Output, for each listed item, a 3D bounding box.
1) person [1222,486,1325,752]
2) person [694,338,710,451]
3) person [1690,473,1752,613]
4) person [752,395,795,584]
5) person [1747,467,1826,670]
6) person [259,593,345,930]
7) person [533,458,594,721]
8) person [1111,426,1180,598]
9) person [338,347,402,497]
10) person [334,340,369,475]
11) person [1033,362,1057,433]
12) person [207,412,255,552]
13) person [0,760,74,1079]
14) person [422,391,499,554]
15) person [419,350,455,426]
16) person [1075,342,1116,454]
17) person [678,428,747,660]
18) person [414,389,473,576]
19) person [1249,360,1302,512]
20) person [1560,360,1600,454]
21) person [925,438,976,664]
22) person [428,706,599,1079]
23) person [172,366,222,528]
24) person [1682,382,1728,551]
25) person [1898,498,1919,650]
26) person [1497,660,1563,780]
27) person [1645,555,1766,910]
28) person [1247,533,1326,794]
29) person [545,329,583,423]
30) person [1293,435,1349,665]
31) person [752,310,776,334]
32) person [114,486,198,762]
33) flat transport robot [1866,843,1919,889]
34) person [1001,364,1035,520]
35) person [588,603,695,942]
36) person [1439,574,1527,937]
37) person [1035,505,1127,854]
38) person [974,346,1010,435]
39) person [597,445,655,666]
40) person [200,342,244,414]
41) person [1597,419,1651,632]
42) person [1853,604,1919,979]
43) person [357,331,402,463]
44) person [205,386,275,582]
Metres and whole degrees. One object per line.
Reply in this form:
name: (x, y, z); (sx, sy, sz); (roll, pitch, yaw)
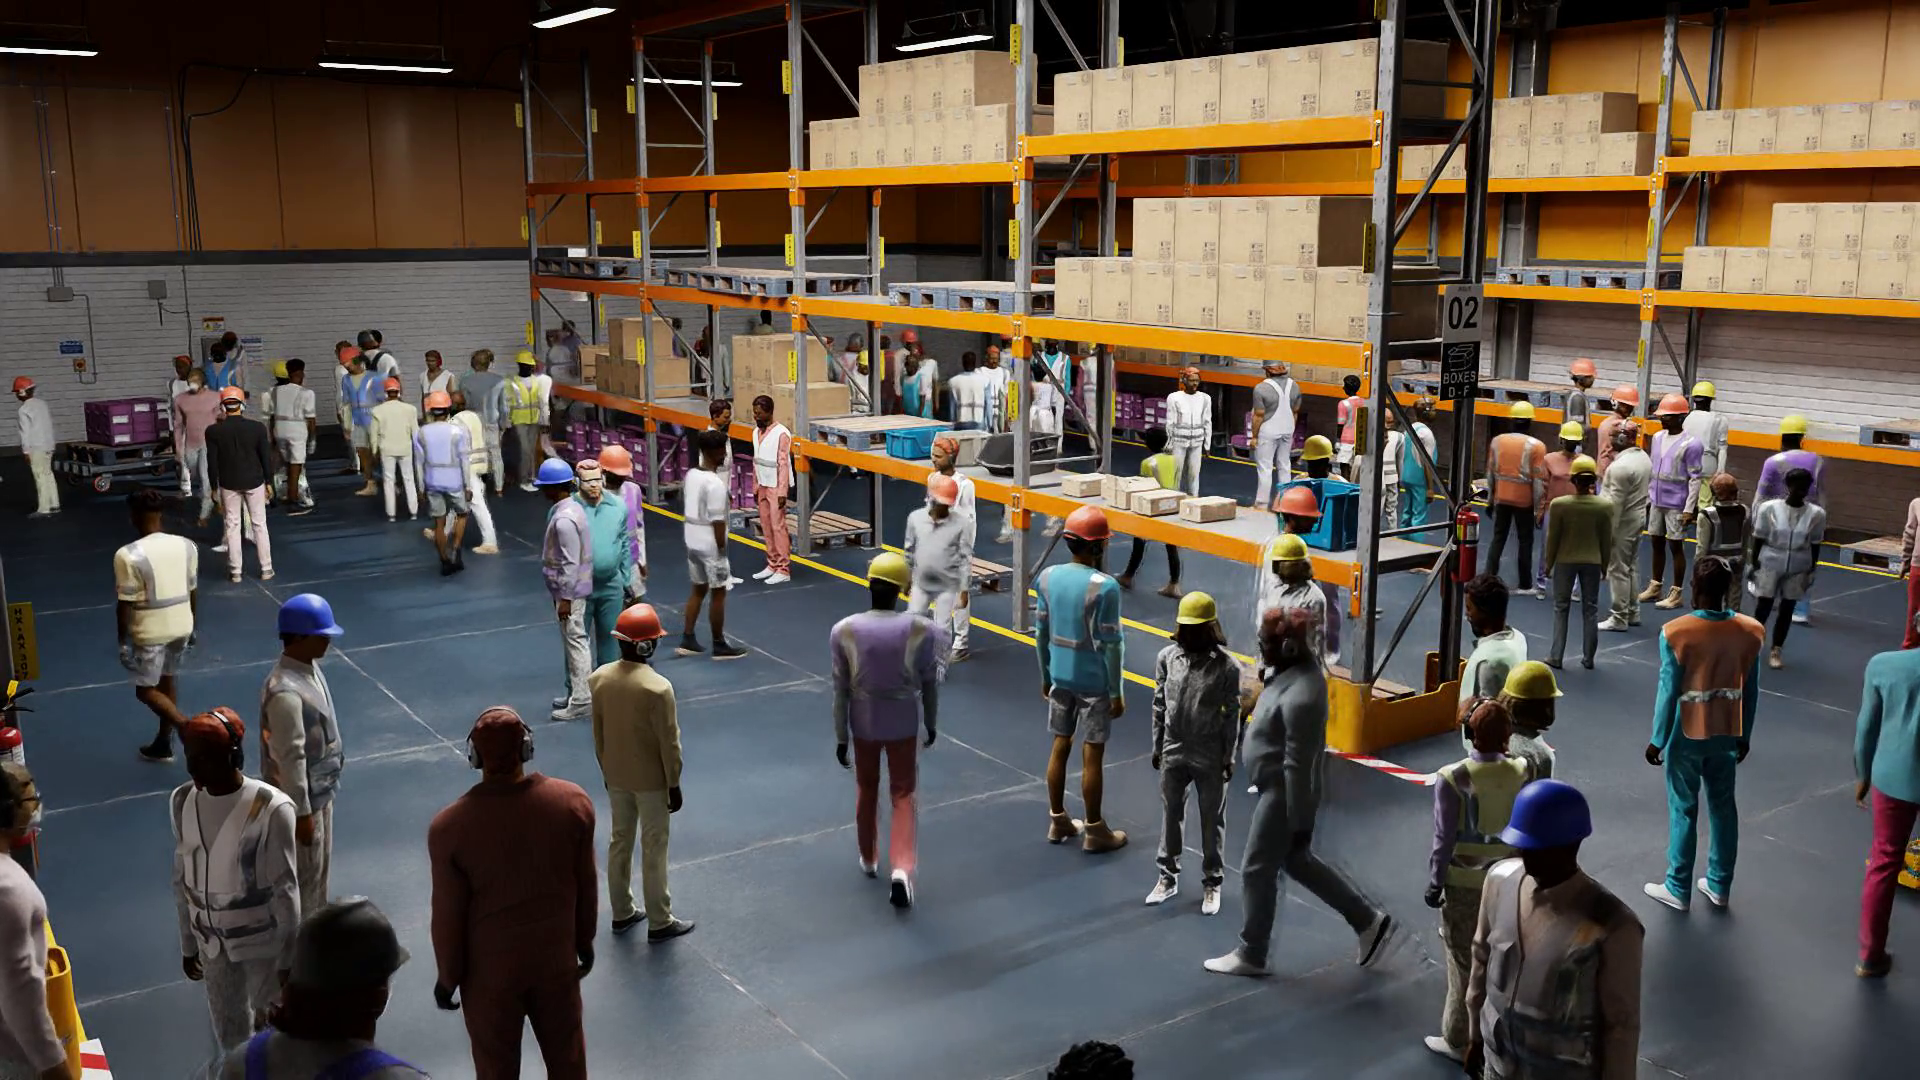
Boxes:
person: (2.129, 0.572, 11.232); (0.600, 1.919, 0.554); (4, 12, 20)
person: (-3.895, -2.170, 25.492); (0.344, 1.840, 0.504); (-2, 11, -8)
person: (6.171, 0.269, 13.515); (0.515, 1.636, 0.314); (-3, 12, -17)
person: (-1.914, -0.522, 16.881); (0.413, 1.906, 0.600); (-8, 14, -37)
person: (6.752, 0.220, 13.625); (0.548, 1.678, 0.407); (3, 11, 15)
person: (-3.120, 1.205, 7.969); (0.421, 1.935, 0.612); (-2, 11, -12)
person: (-2.902, 0.359, 12.261); (0.407, 1.942, 0.615); (-2, 11, -10)
person: (1.862, -0.289, 16.294); (0.537, 1.653, 0.832); (-9, 14, -39)
person: (-7.800, -1.556, 21.967); (0.689, 1.995, 0.575); (3, 11, 14)
person: (-8.726, -1.890, 23.827); (0.368, 1.932, 0.622); (3, 11, 15)
person: (1.096, -1.596, 22.901); (0.540, 1.695, 0.317); (-6, 12, -27)
person: (-8.042, -0.688, 18.452); (0.594, 1.611, 0.334); (-8, 14, -37)
person: (-3.222, 1.673, 5.585); (0.392, 1.926, 0.644); (-10, 15, -40)
person: (-5.544, -0.739, 18.284); (1.029, 1.785, 0.665); (2, 11, 11)
person: (-7.307, -1.740, 23.297); (0.570, 1.834, 0.466); (5, 12, 23)
person: (2.115, -2.244, 25.946); (0.611, 1.796, 0.441); (-1, 11, -8)
person: (-2.105, 0.033, 13.908); (0.429, 1.966, 0.655); (-7, 13, -34)
person: (-5.301, -0.584, 17.129); (0.567, 1.926, 0.400); (-1, 11, -3)
person: (3.857, -1.336, 20.691); (0.683, 2.000, 0.538); (-6, 12, -27)
person: (7.193, -1.085, 19.449); (0.551, 2.037, 0.633); (2, 11, 11)
person: (-0.105, 0.083, 13.833); (0.358, 1.883, 0.572); (-9, 14, -39)
person: (-1.676, 1.552, 6.271); (0.636, 1.903, 0.405); (-7, 13, -33)
person: (-9.111, -1.147, 20.050); (0.639, 1.917, 0.847); (0, 11, 2)
person: (7.968, -0.747, 17.986); (0.584, 1.919, 0.382); (7, 13, 31)
person: (7.835, 0.231, 13.374); (0.309, 1.769, 0.533); (-9, 14, -38)
person: (2.510, 1.389, 7.505); (0.322, 1.742, 0.493); (-4, 12, -19)
person: (3.972, 1.033, 8.881); (0.591, 1.917, 0.379); (-2, 11, -10)
person: (2.065, 0.812, 10.464); (0.320, 1.740, 0.492); (-8, 14, -36)
person: (-6.635, -2.552, 27.428); (1.046, 1.845, 0.667); (3, 12, 17)
person: (2.952, 0.082, 13.766); (0.583, 1.917, 0.407); (11, 15, 43)
person: (-3.740, -3.463, 31.890); (0.590, 1.920, 0.399); (10, 15, 41)
person: (-5.304, 0.599, 11.068); (0.764, 1.933, 0.616); (5, 12, 24)
flat transport robot: (5.726, 1.858, 8.886); (0.652, 0.197, 1.431); (-6, 13, -29)
person: (0.717, -1.219, 20.323); (0.374, 1.965, 0.656); (2, 11, 12)
person: (-1.629, 1.184, 8.528); (0.565, 1.751, 0.330); (7, 13, 32)
person: (2.708, 1.113, 8.486); (0.392, 1.913, 0.587); (6, 12, 27)
person: (0.720, 0.806, 9.718); (0.605, 2.045, 0.387); (11, 15, 43)
person: (0.439, -1.786, 23.393); (0.575, 1.885, 0.355); (-4, 12, -20)
person: (-2.746, 0.169, 13.327); (0.576, 1.910, 0.746); (10, 15, 42)
person: (-10.951, -2.014, 24.686); (0.624, 1.840, 0.429); (-2, 11, -10)
person: (5.913, -0.133, 14.905); (0.396, 1.899, 0.647); (9, 14, 38)
person: (4.617, 1.176, 7.956); (0.623, 1.989, 0.401); (11, 15, 43)
person: (-8.807, -2.187, 25.044); (0.713, 2.000, 0.902); (-4, 12, -19)
person: (-7.301, -0.566, 16.891); (0.609, 1.985, 0.394); (-5, 12, -25)
